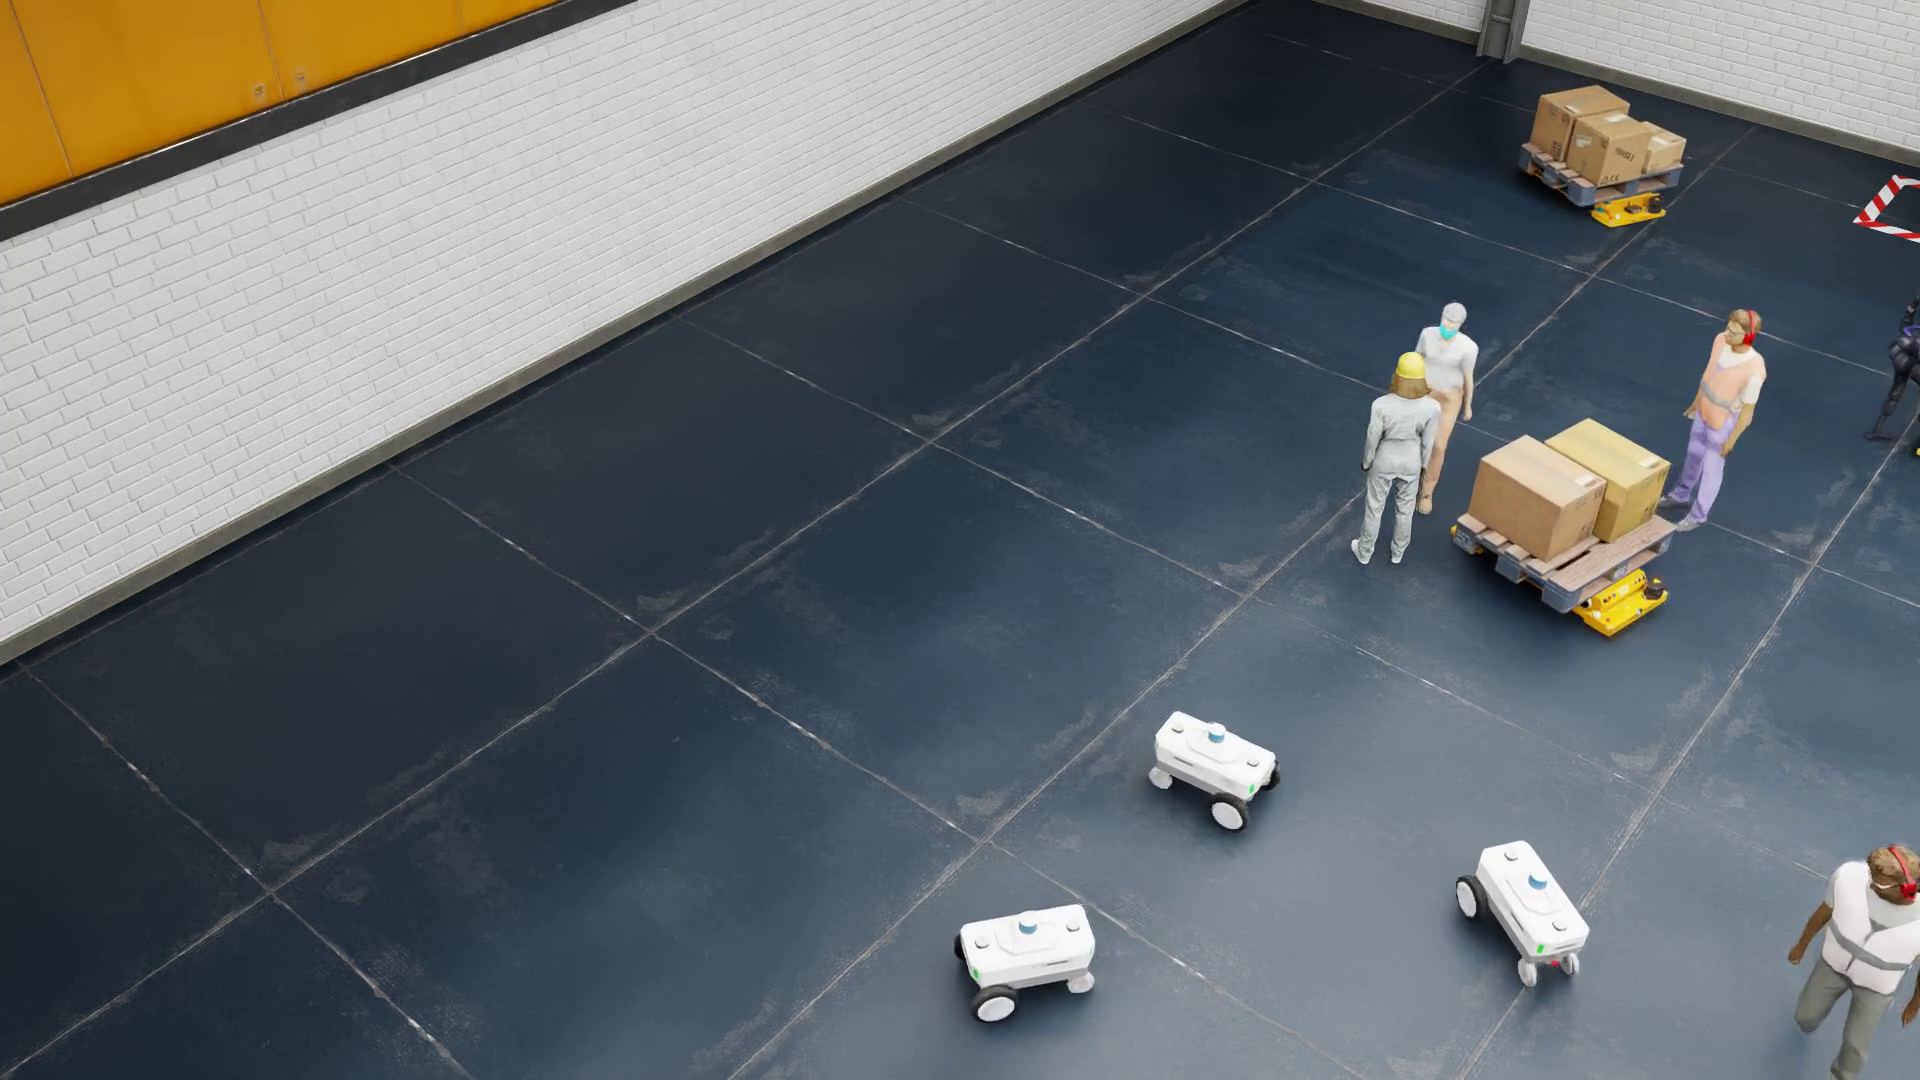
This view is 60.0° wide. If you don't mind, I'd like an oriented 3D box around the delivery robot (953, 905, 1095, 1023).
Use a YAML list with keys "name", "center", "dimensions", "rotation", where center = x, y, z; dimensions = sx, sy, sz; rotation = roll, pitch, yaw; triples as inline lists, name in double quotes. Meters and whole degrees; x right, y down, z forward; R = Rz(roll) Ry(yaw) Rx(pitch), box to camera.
- name: "delivery robot"
  center: [0.366, 2.285, 9.216]
  dimensions: [0.788, 0.587, 0.499]
  rotation: [-8, 40, -10]

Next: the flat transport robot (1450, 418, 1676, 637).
- name: "flat transport robot"
  center: [4.353, 0.136, 12.118]
  dimensions: [0.659, 0.231, 1.431]
  rotation: [-25, 45, -27]

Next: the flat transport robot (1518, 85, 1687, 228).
- name: "flat transport robot"
  center: [6.364, -3.578, 16.727]
  dimensions: [0.659, 0.231, 1.431]
  rotation: [-14, 41, -17]

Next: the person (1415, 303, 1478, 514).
- name: "person"
  center: [3.577, -1.093, 12.509]
  dimensions: [0.551, 1.703, 0.659]
  rotation: [31, 48, 32]

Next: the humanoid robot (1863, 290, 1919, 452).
- name: "humanoid robot"
  center: [7.544, -1.465, 12.986]
  dimensions: [0.418, 1.649, 0.613]
  rotation: [-13, 41, -16]

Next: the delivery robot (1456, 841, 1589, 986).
- name: "delivery robot"
  center: [3.236, 2.091, 9.456]
  dimensions: [0.499, 0.586, 0.772]
  rotation: [-10, 40, -12]

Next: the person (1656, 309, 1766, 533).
- name: "person"
  center: [5.525, -0.877, 12.119]
  dimensions: [0.373, 1.843, 0.569]
  rotation: [-5, 39, -6]

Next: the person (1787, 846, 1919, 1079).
- name: "person"
  center: [4.568, 2.143, 8.396]
  dimensions: [0.536, 1.811, 0.634]
  rotation: [-31, 48, -33]

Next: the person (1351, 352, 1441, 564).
- name: "person"
  center: [3.093, -0.570, 11.824]
  dimensions: [0.483, 1.737, 0.305]
  rotation: [1, 39, 1]

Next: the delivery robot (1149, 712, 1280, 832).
- name: "delivery robot"
  center: [1.578, 1.381, 10.326]
  dimensions: [0.756, 0.571, 0.499]
  rotation: [23, 44, 26]

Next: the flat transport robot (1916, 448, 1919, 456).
- name: "flat transport robot"
  center: [8.260, -0.462, 12.860]
  dimensions: [0.659, 0.231, 1.431]
  rotation: [-20, 43, -23]
